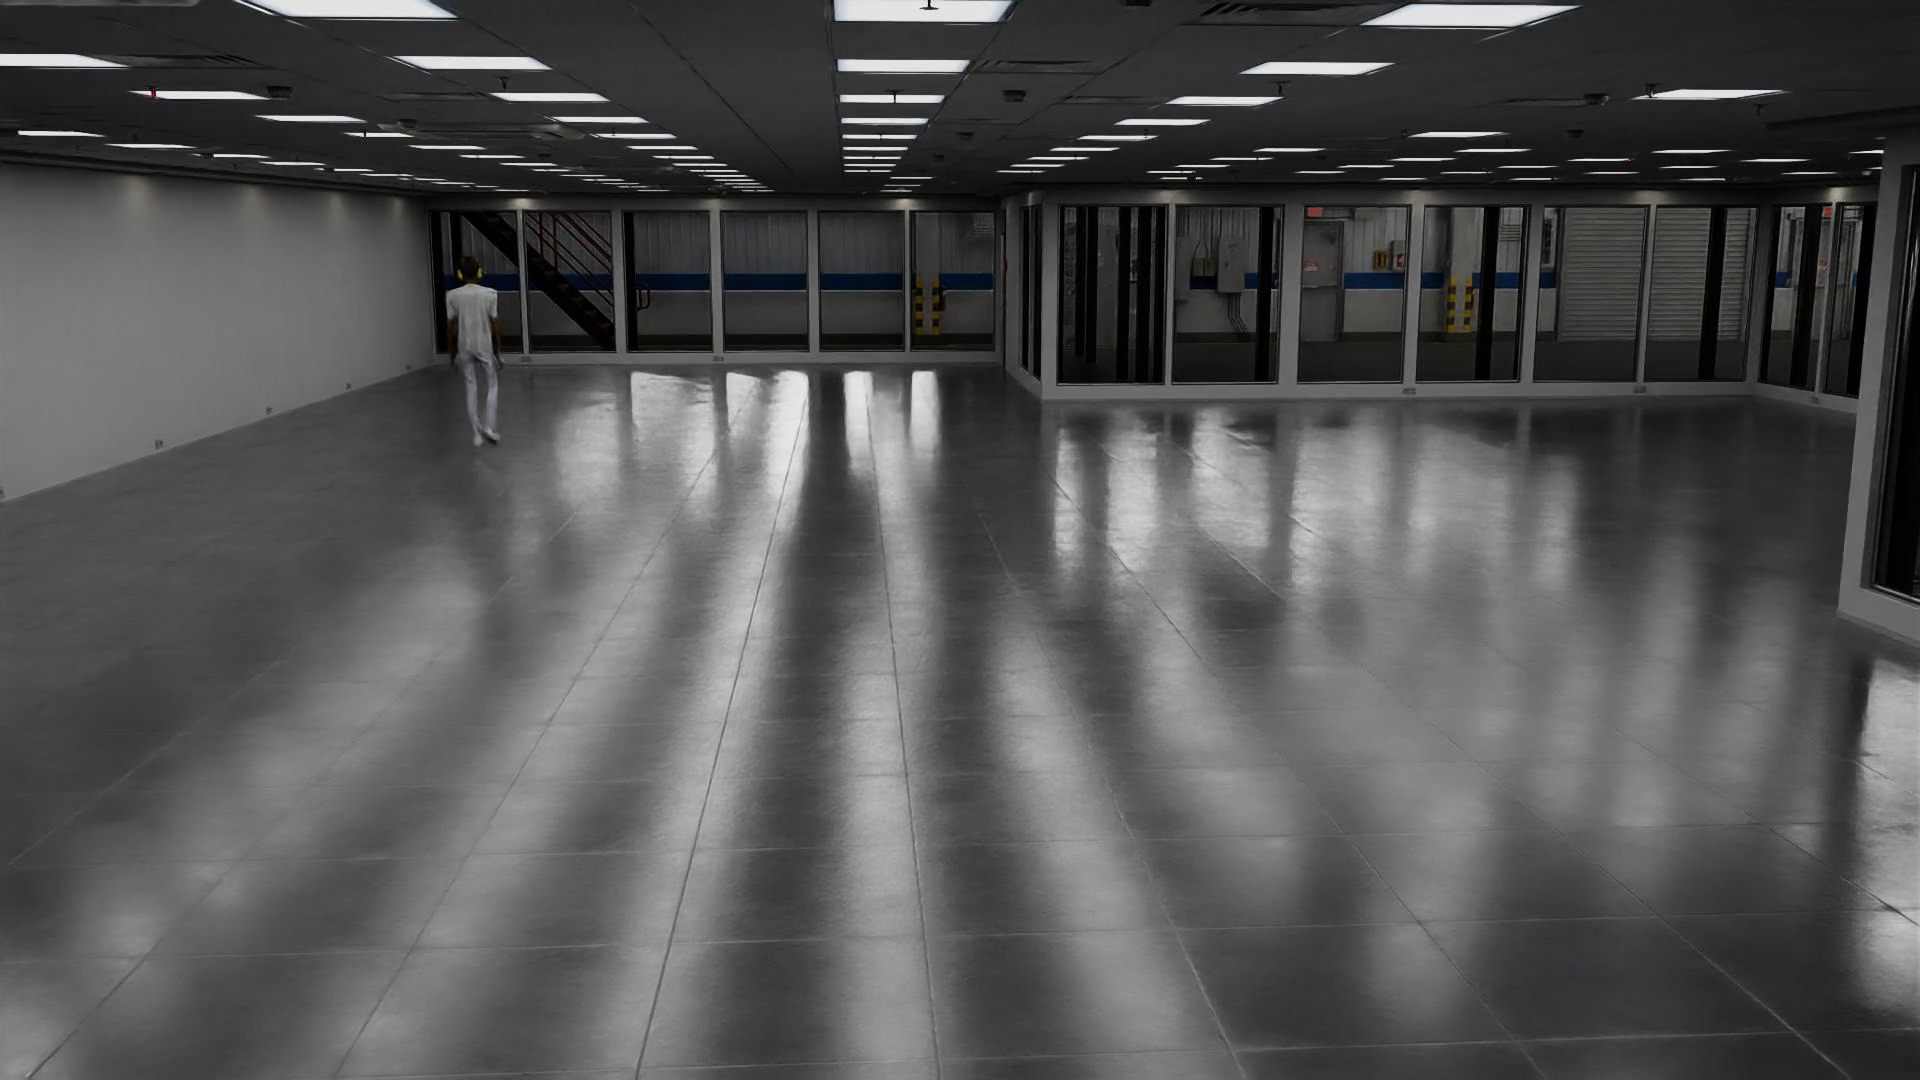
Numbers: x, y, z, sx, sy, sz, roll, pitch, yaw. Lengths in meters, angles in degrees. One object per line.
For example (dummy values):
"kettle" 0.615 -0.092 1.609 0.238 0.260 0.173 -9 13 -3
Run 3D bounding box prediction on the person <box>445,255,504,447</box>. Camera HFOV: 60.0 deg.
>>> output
"person" -4.751 -1.853 16.319 0.570 1.852 0.594 -1 11 -8
